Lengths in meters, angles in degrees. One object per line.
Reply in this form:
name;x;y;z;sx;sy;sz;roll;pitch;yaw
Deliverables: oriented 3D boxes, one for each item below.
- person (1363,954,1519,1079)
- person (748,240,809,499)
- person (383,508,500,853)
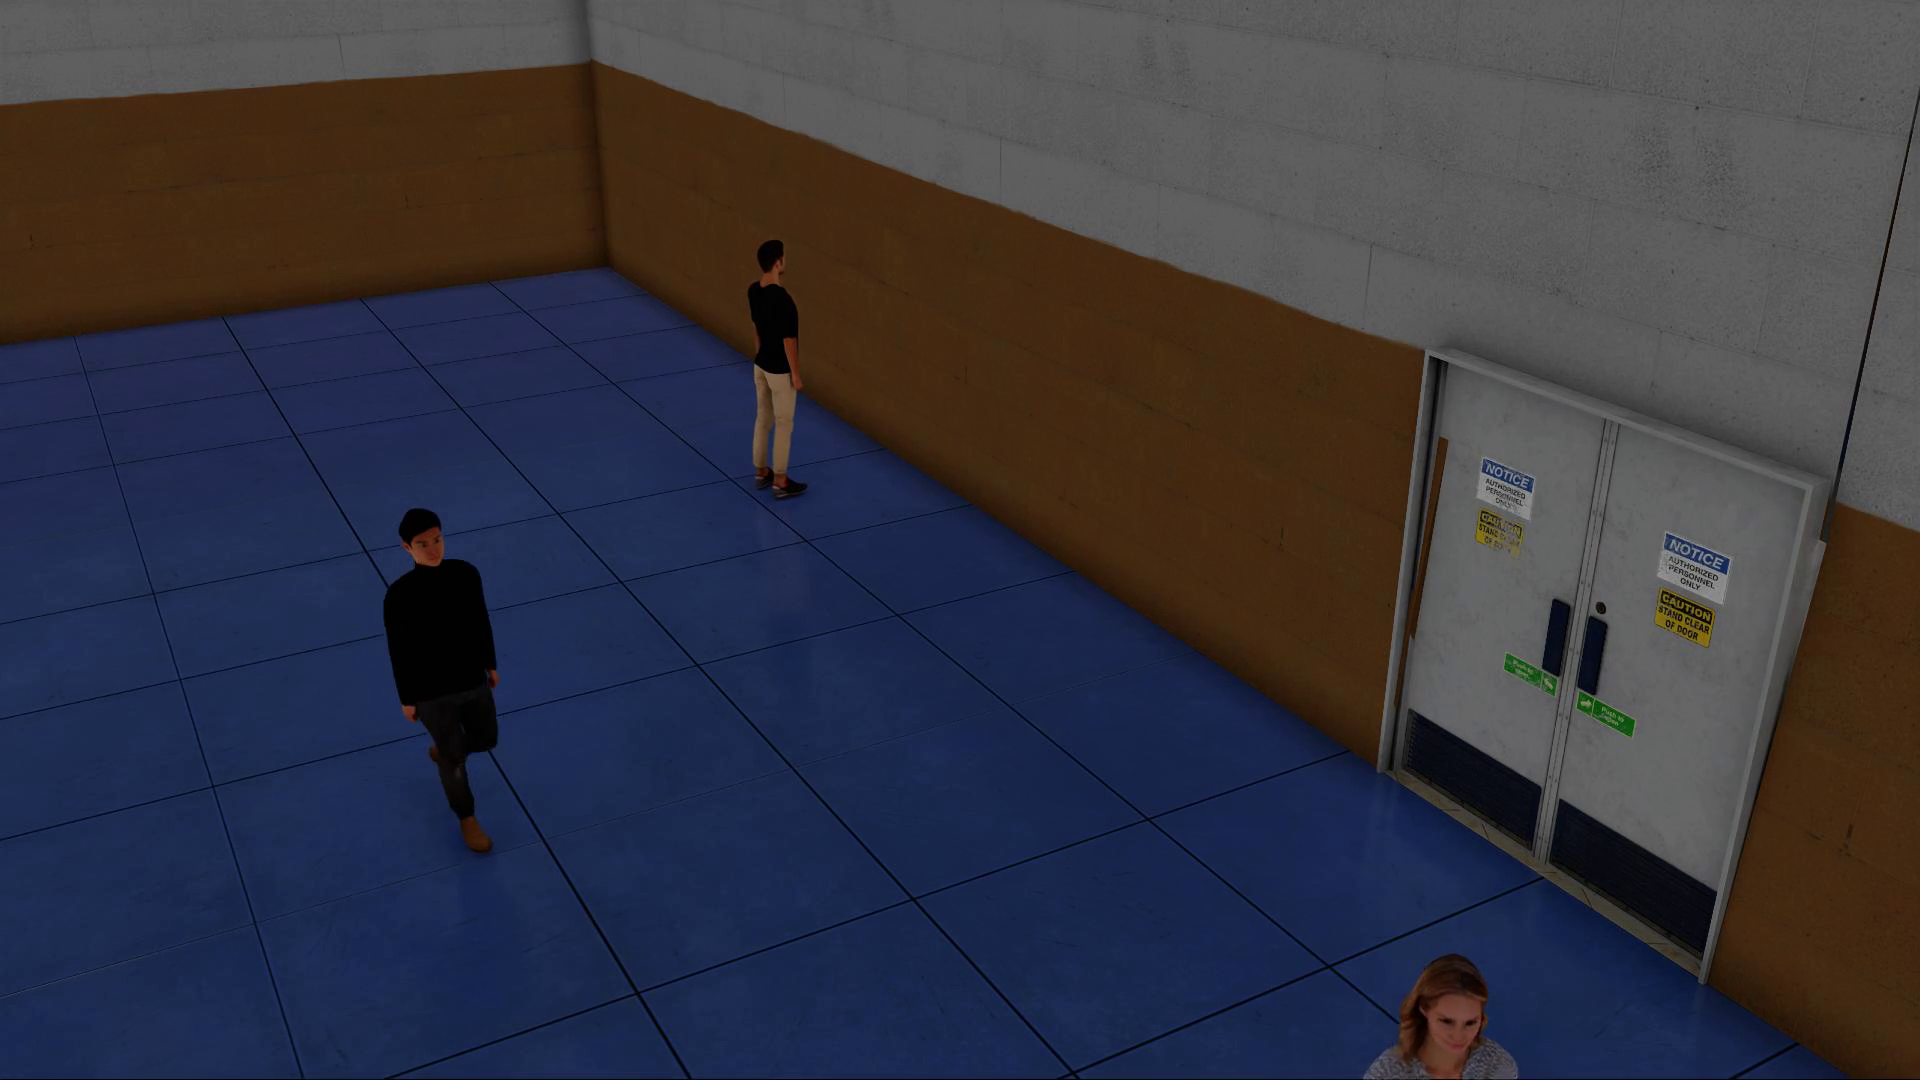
person;1.315;1.928;4.874;1.151;1.764;1.034;-1;24;-1
person;-1.331;-1.232;11.955;0.597;1.851;0.666;-18;30;-36
person;-2.453;0.632;7.909;0.901;1.704;0.839;-20;31;-38
